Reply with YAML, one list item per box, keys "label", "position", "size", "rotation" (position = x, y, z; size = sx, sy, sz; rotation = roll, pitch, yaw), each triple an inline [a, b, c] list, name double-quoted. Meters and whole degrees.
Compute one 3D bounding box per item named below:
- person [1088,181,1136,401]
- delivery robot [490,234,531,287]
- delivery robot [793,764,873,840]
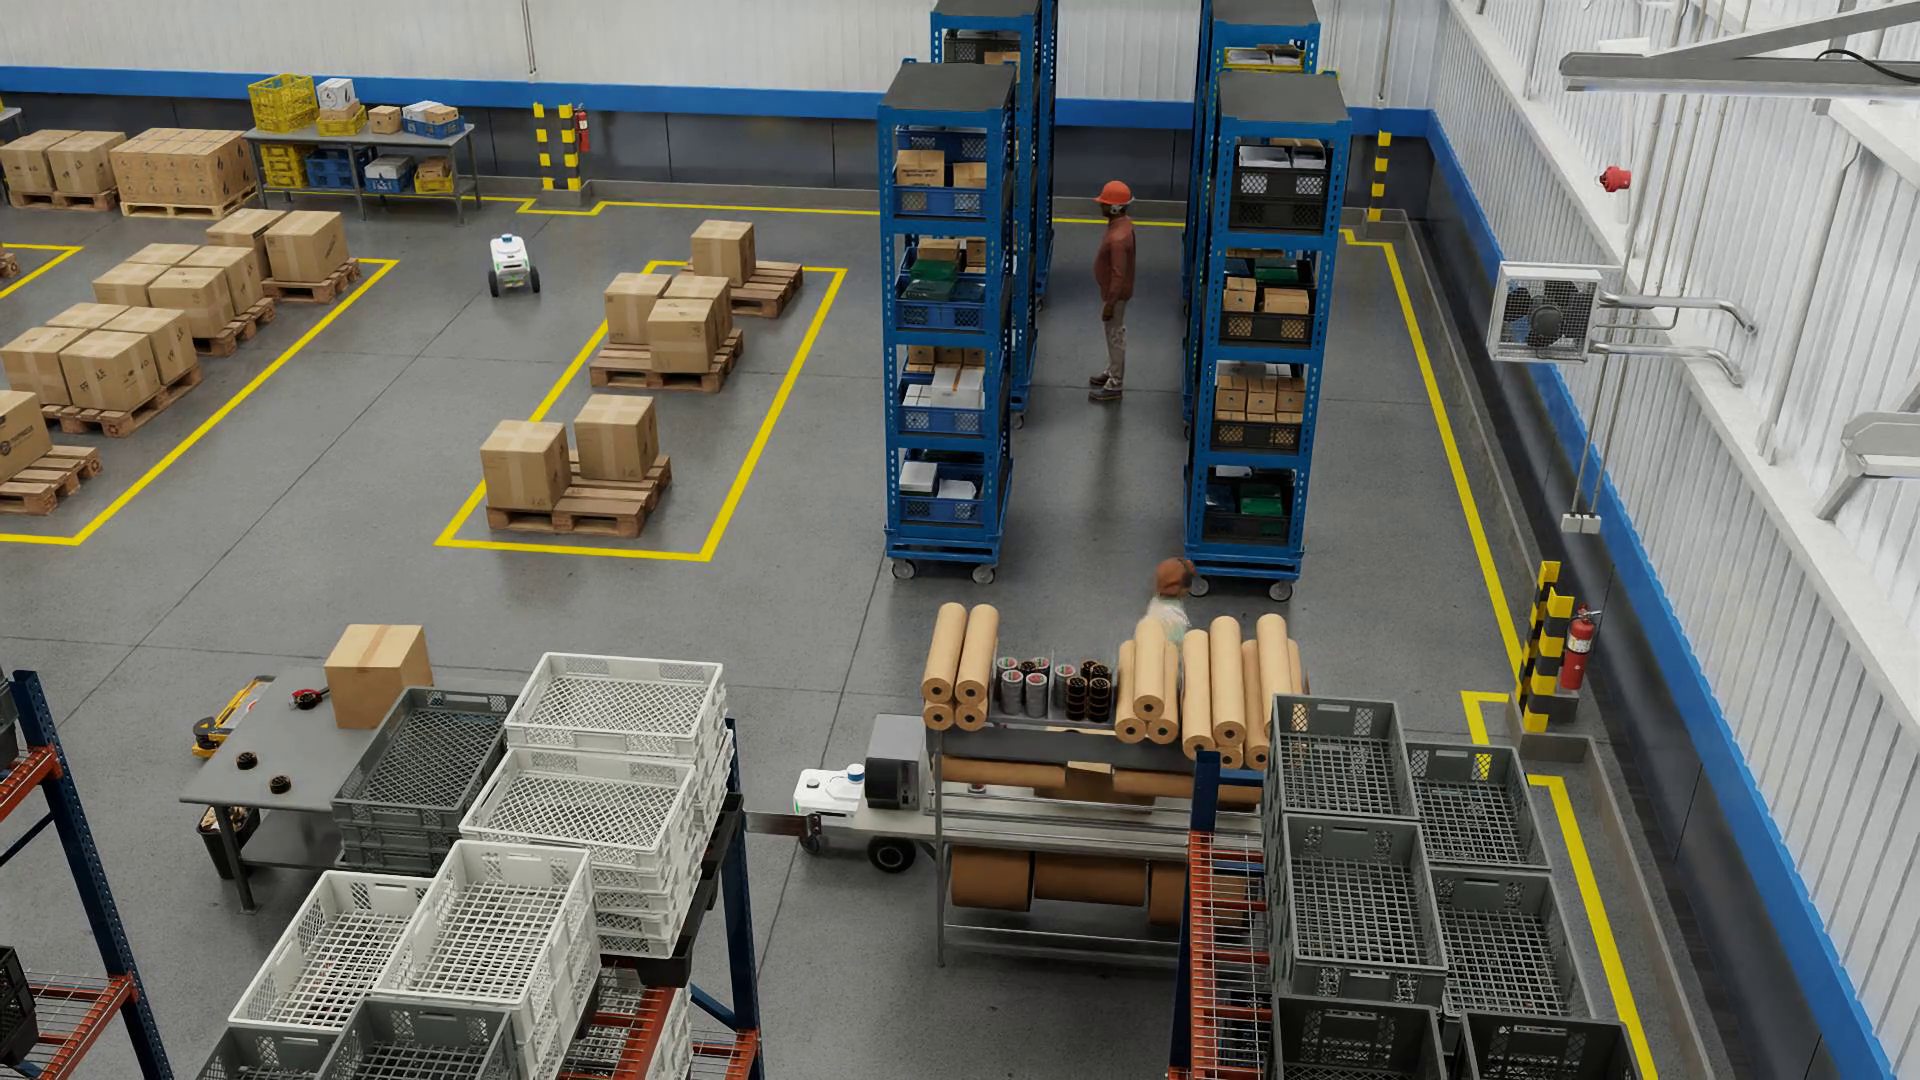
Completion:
- label: "person"
  position: [1.356, -2.209, 14.739]
  size: [0.375, 1.995, 0.609]
  rotation: [4, 30, 6]
- label: "delivery robot"
  position: [-4.692, -2.945, 17.334]
  size: [0.477, 0.478, 0.707]
  rotation: [-9, 32, -16]
- label: "delivery robot"
  position: [-0.600, 1.521, 9.664]
  size: [0.707, 0.478, 0.477]
  rotation: [4, 31, 7]
